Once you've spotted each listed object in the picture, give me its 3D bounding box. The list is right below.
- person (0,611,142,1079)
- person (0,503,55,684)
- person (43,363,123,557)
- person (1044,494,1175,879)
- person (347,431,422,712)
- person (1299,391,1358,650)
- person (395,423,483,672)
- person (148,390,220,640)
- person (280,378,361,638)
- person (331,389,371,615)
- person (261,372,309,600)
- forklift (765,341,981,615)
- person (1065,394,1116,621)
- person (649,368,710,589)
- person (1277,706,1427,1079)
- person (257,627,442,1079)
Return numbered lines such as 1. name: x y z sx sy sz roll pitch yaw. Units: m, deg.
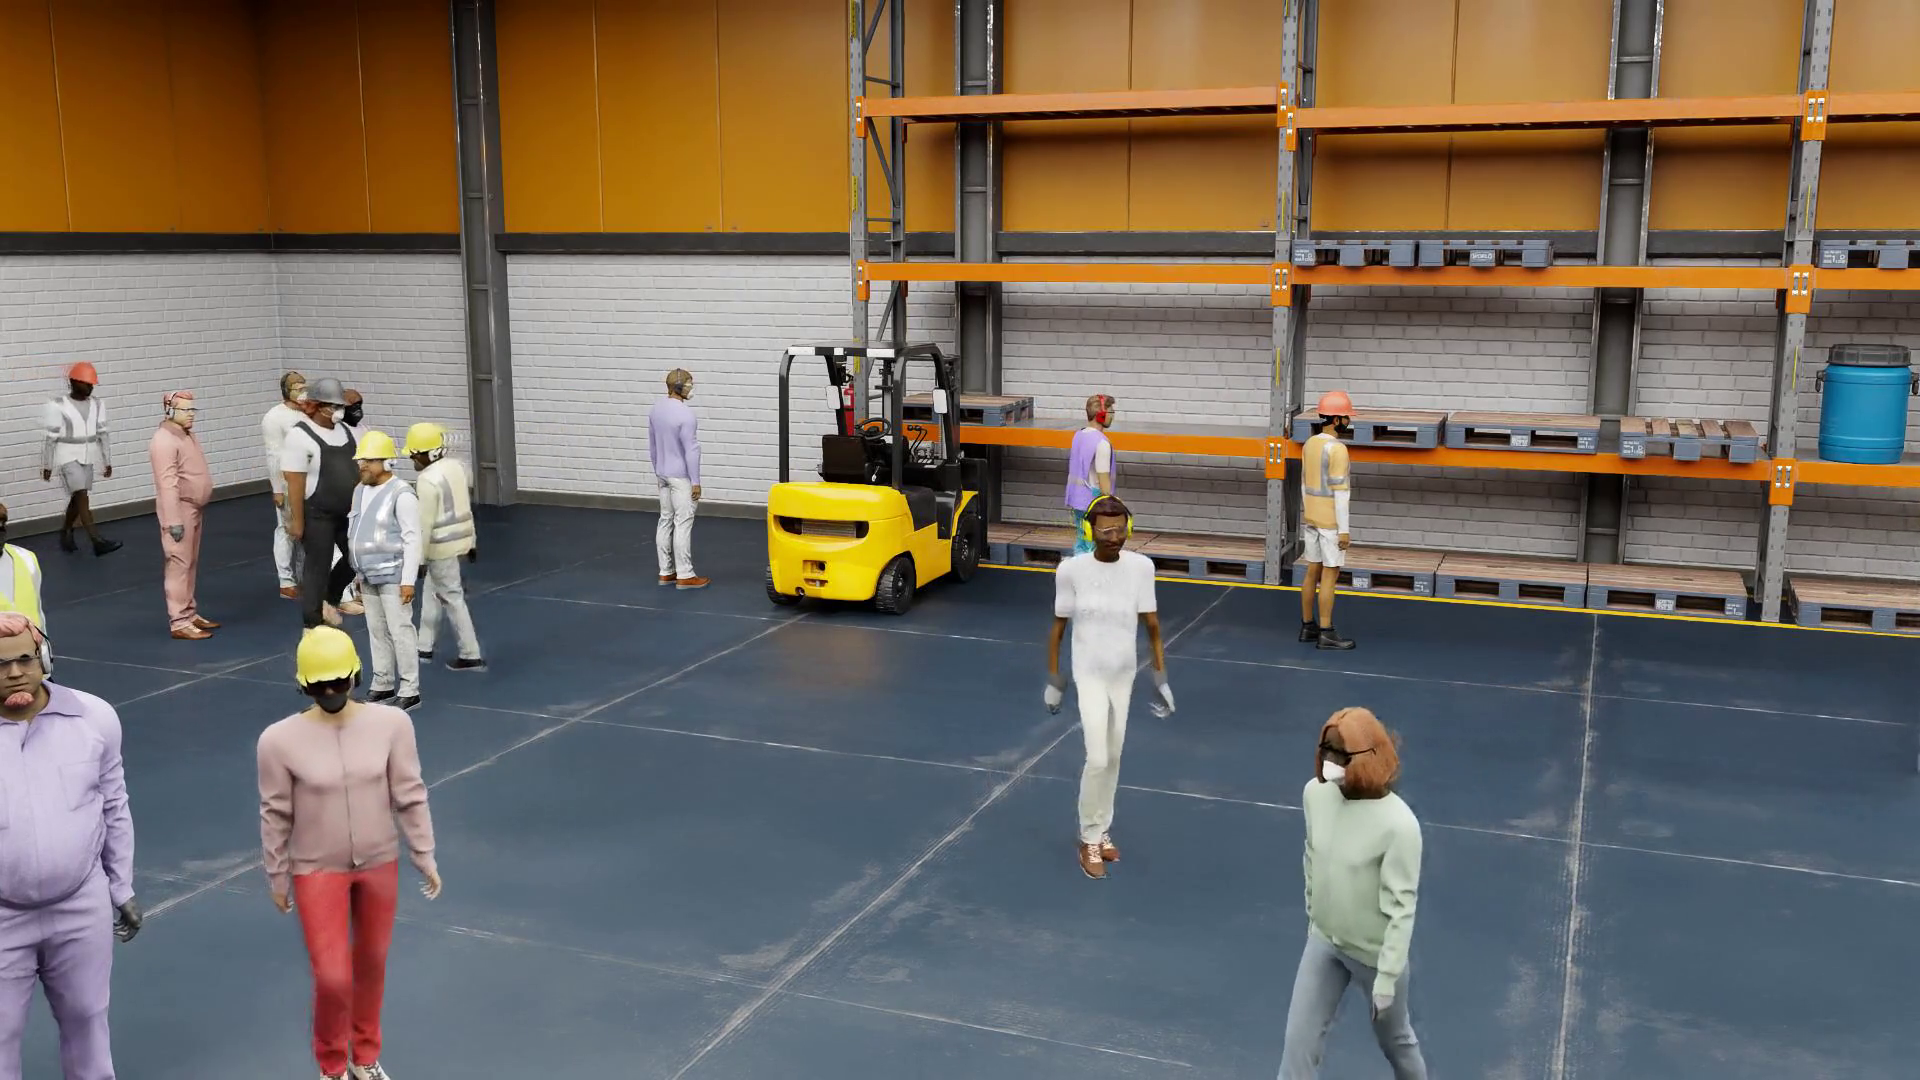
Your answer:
1. person: -2.916 1.159 5.239 0.641 1.908 0.407 -10 14 -44
2. person: -4.632 0.695 8.005 0.429 1.841 0.633 4 11 21
3. person: -8.563 -0.780 16.127 1.021 1.874 0.587 5 11 26
4. person: 0.730 0.694 8.000 0.537 1.843 0.644 -3 11 -18
5. person: -3.725 0.210 10.727 0.601 1.831 0.404 8 13 36
6. person: 2.764 -0.148 12.432 0.356 1.937 0.552 -3 11 -17
7. person: -3.759 0.057 11.725 0.820 1.781 0.628 1 10 7
8. person: -5.956 -0.197 12.803 0.400 1.905 0.643 -2 10 -11
9. person: -4.834 -0.254 12.737 0.566 2.000 0.695 4 11 19
10. person: -4.983 -0.322 13.670 0.429 1.841 0.633 2 10 13
11. person: -5.665 -0.471 14.228 0.375 1.940 0.629 3 11 18
12. forklift: -0.739 -0.602 14.246 1.214 2.155 2.313 4 11 21
13. person: 1.038 -0.232 13.165 0.373 1.840 0.571 -4 11 -20
14. person: -2.484 -0.540 14.619 0.351 1.936 0.634 -9 14 -42
15. person: 1.237 1.305 5.293 0.850 1.580 0.518 -7 12 -32
16. person: -2.106 1.145 5.764 0.534 1.746 0.499 -8 13 -37
